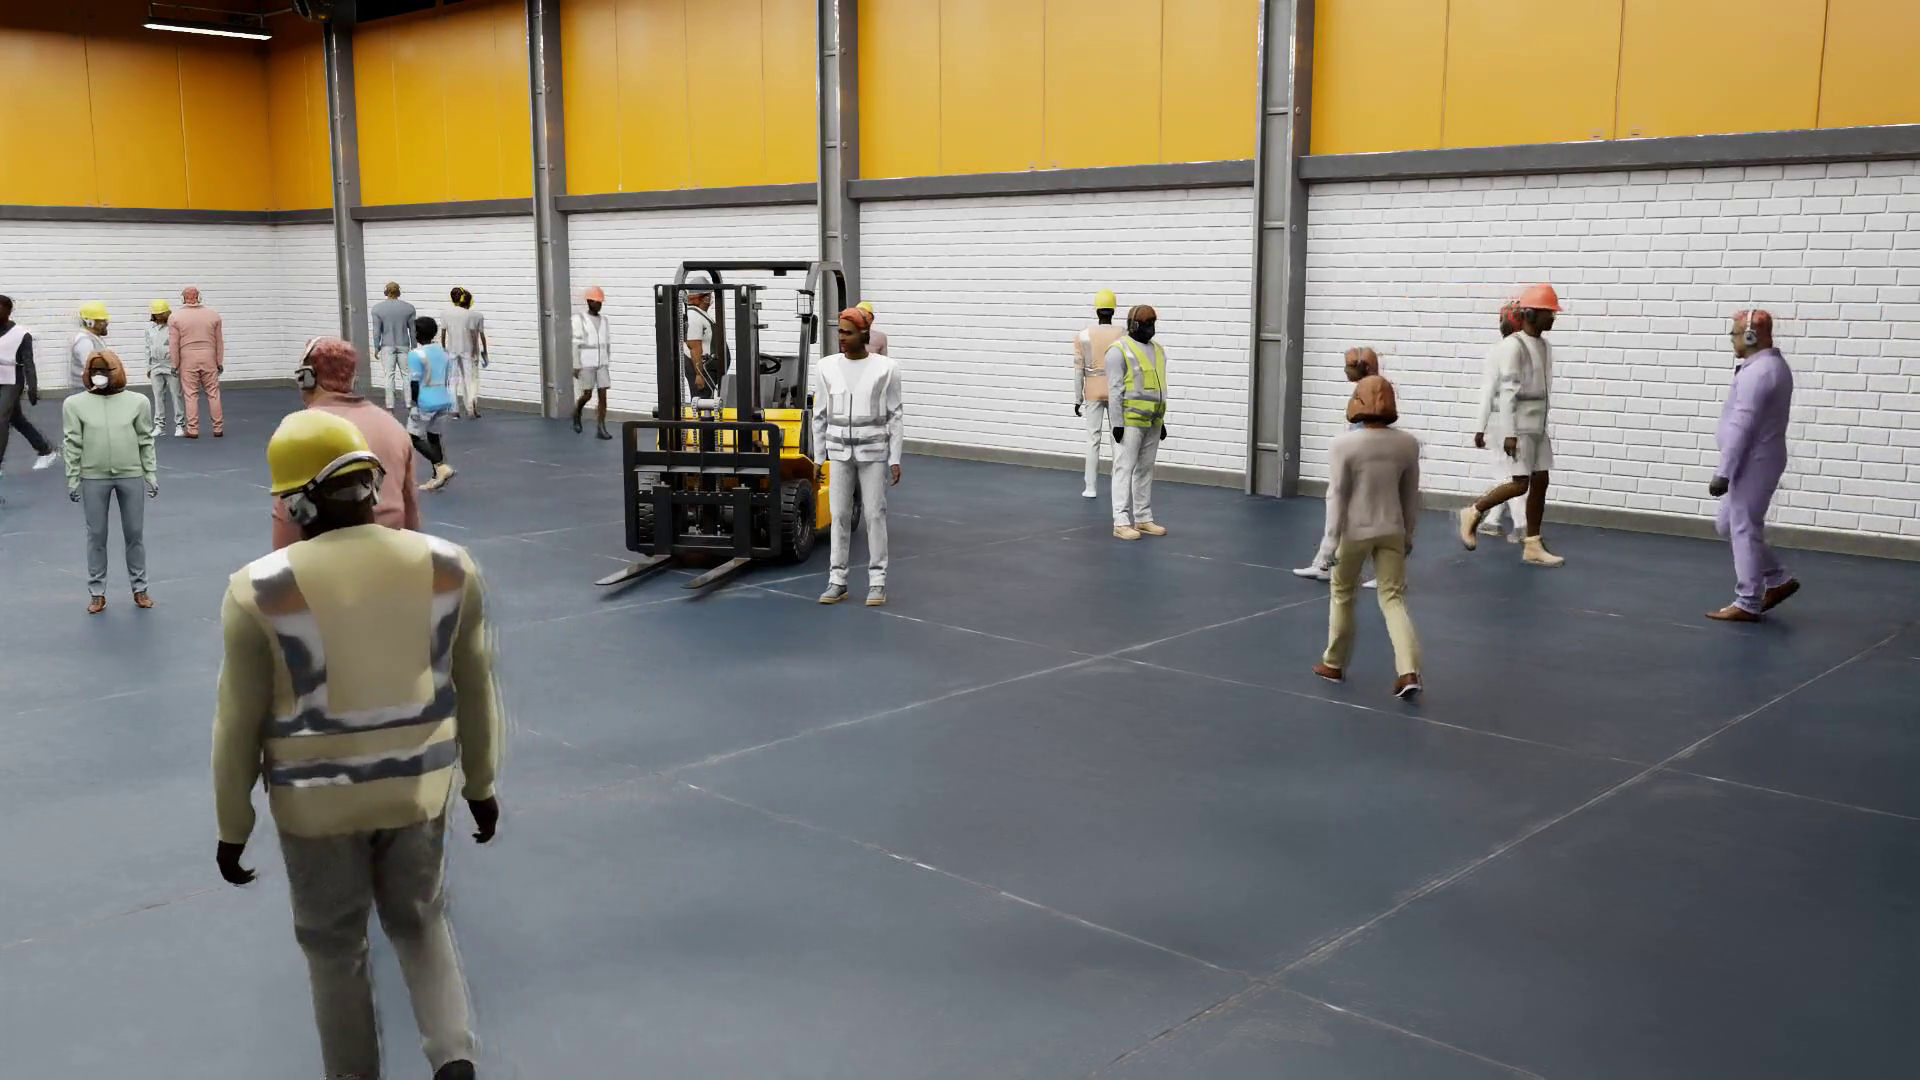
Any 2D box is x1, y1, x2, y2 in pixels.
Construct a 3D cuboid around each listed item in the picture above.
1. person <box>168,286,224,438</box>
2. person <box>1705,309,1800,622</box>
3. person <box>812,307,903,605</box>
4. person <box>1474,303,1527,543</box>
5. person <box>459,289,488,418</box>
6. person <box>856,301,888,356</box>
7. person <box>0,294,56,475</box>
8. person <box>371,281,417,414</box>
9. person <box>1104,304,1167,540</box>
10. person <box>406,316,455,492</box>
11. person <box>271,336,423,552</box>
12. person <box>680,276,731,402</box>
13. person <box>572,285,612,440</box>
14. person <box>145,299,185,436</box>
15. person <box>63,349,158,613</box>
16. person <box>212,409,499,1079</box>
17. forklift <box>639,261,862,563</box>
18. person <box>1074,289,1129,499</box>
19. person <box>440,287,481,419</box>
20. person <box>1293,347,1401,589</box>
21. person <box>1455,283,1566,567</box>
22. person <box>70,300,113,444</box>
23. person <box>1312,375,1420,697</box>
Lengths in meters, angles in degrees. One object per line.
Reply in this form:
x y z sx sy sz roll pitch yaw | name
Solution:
-9.579 -2.222 20.872 0.641 1.901 0.401 -7 12 -36 | person
4.729 -0.433 9.954 0.456 1.887 0.645 6 11 31 | person
-0.647 -0.522 10.492 0.581 1.882 0.339 2 9 13 | person
4.282 -0.909 12.948 0.593 1.862 0.806 -4 10 -25 | person
-6.996 -2.646 23.674 0.520 1.829 0.876 -2 9 -12 | person
-1.034 -1.718 18.188 0.524 1.769 0.308 -5 11 -28 | person
-9.842 -1.616 17.260 0.601 1.867 1.026 3 10 20 | person
-8.267 -2.812 24.365 0.636 1.939 0.363 -5 10 -27 | person
1.421 -0.934 13.148 0.627 1.844 0.429 -9 13 -44 | person
-4.991 -1.272 15.690 0.407 1.680 0.549 3 10 19 | person
-2.285 0.159 6.411 0.701 1.870 0.664 3 10 19 | person
-2.778 -1.858 18.203 0.539 2.000 0.688 -1 9 -5 | person
-4.610 -2.212 20.748 0.565 1.918 0.631 -9 13 -42 | person
-10.070 -2.171 21.057 0.483 1.735 0.314 0 9 -1 | person
-5.256 -0.368 10.316 0.508 1.632 0.272 -5 11 -30 | person
-1.385 0.597 3.886 0.633 1.799 0.516 -7 12 -38 | person
-1.552 -1.040 12.721 1.214 2.155 2.313 2 9 11 | forklift
1.337 -1.336 15.342 0.587 1.930 0.363 0 9 1 | person
-7.087 -2.644 23.572 0.513 1.863 0.329 0 9 -2 | person
2.578 -0.468 11.010 0.800 1.601 0.524 1 9 7 | person
3.999 -0.825 11.929 0.628 2.025 0.721 -8 12 -41 | person
-8.379 -1.433 16.298 0.570 1.812 0.601 -2 9 -12 | person
2.055 -0.025 8.307 0.515 1.603 0.757 -2 9 -13 | person
